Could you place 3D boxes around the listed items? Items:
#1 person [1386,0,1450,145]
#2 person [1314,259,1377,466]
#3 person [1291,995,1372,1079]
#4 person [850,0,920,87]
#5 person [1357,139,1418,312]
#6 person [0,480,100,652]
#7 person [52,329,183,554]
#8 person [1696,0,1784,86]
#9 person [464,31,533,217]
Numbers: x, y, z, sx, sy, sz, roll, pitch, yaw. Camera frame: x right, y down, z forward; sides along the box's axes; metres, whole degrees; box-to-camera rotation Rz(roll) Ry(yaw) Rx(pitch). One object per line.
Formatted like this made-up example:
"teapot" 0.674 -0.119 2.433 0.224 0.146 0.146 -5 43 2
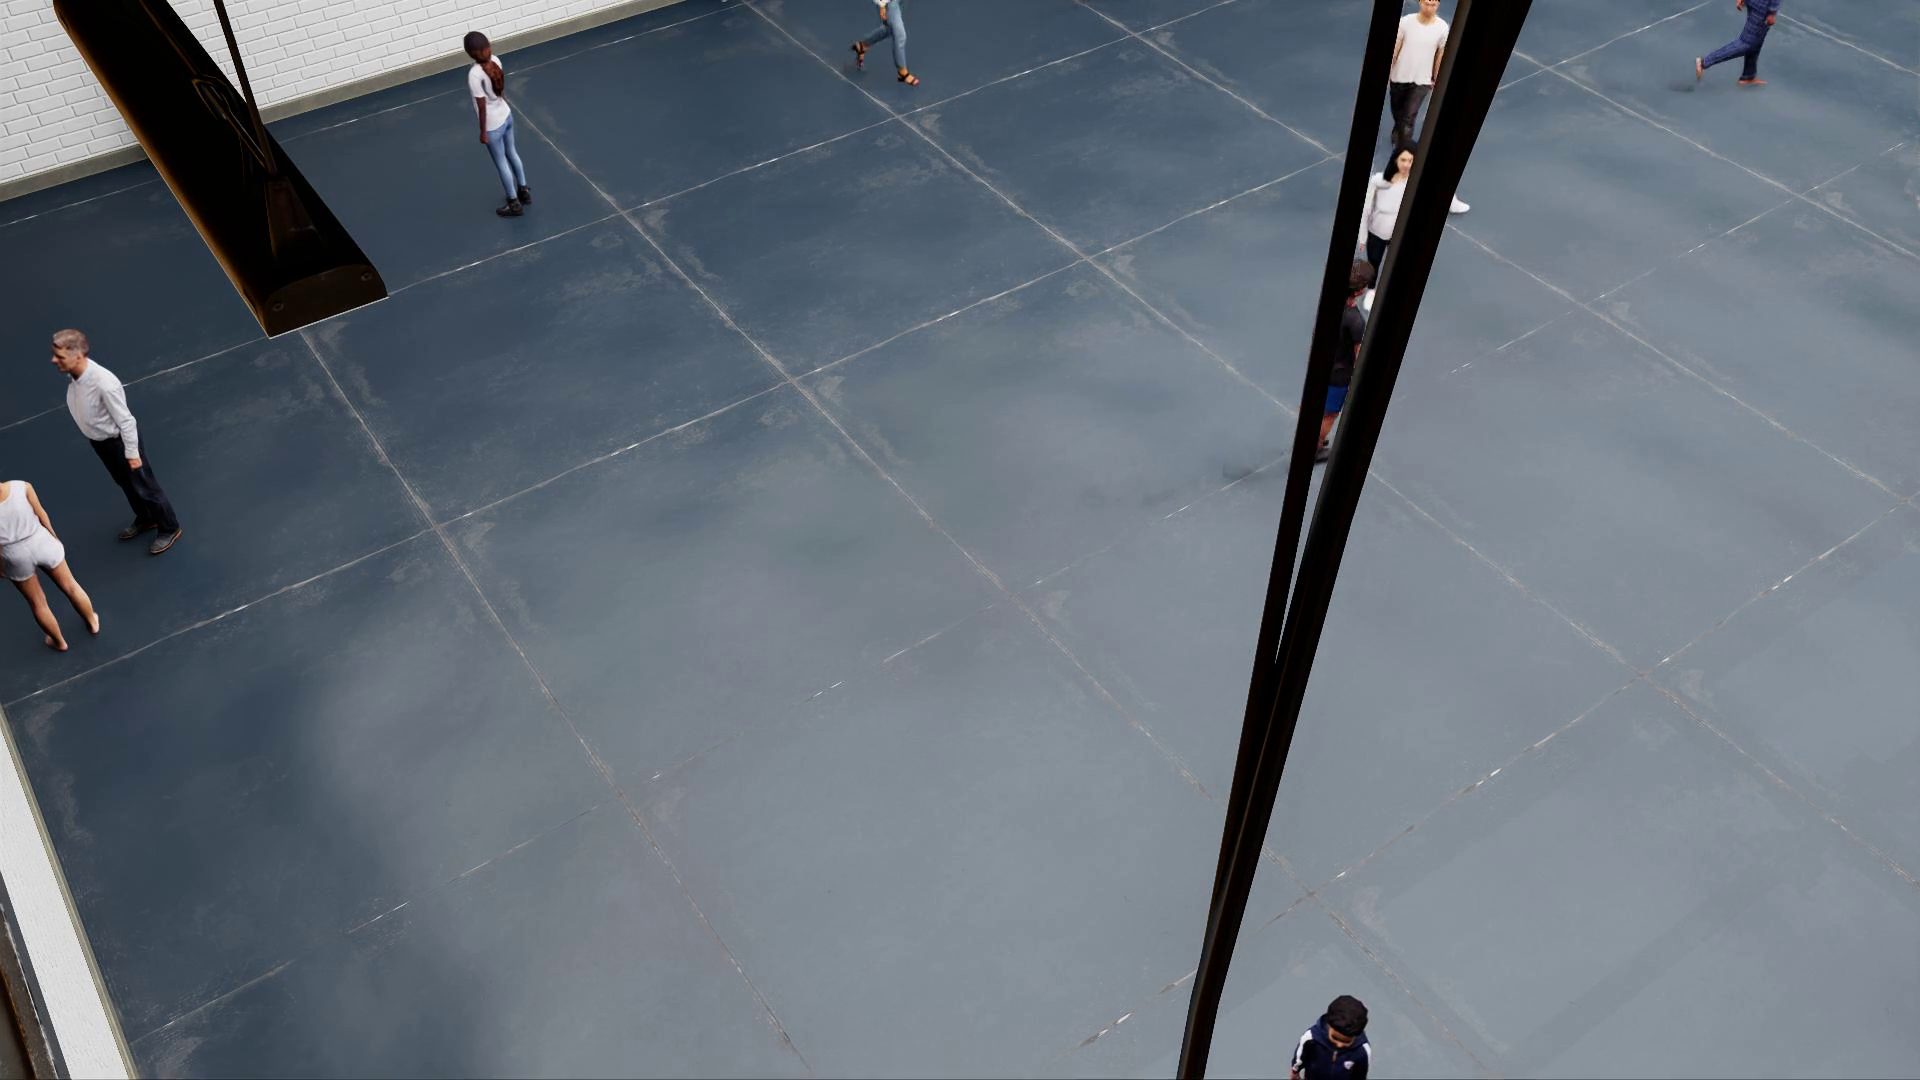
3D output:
"person" 4.145 -4.294 15.252 0.997 1.689 1.182 16 46 16
"person" 2.635 -1.226 11.961 0.690 1.786 0.683 -12 45 -12
"person" 1.849 2.655 8.297 0.588 1.222 0.618 15 46 15
"person" -0.758 -5.294 16.324 1.007 1.659 1.027 15 46 15
"person" 3.450 -2.498 13.387 1.013 1.661 1.128 12 45 13
"person" -6.019 0.070 10.725 0.660 1.615 0.496 34 53 31
"person" -5.785 -0.696 11.380 0.727 1.820 0.707 23 48 22
"person" 7.696 -5.209 16.135 1.160 1.797 1.016 -2 44 -2
"person" -4.054 -3.650 14.553 0.729 1.721 0.647 12 45 12
